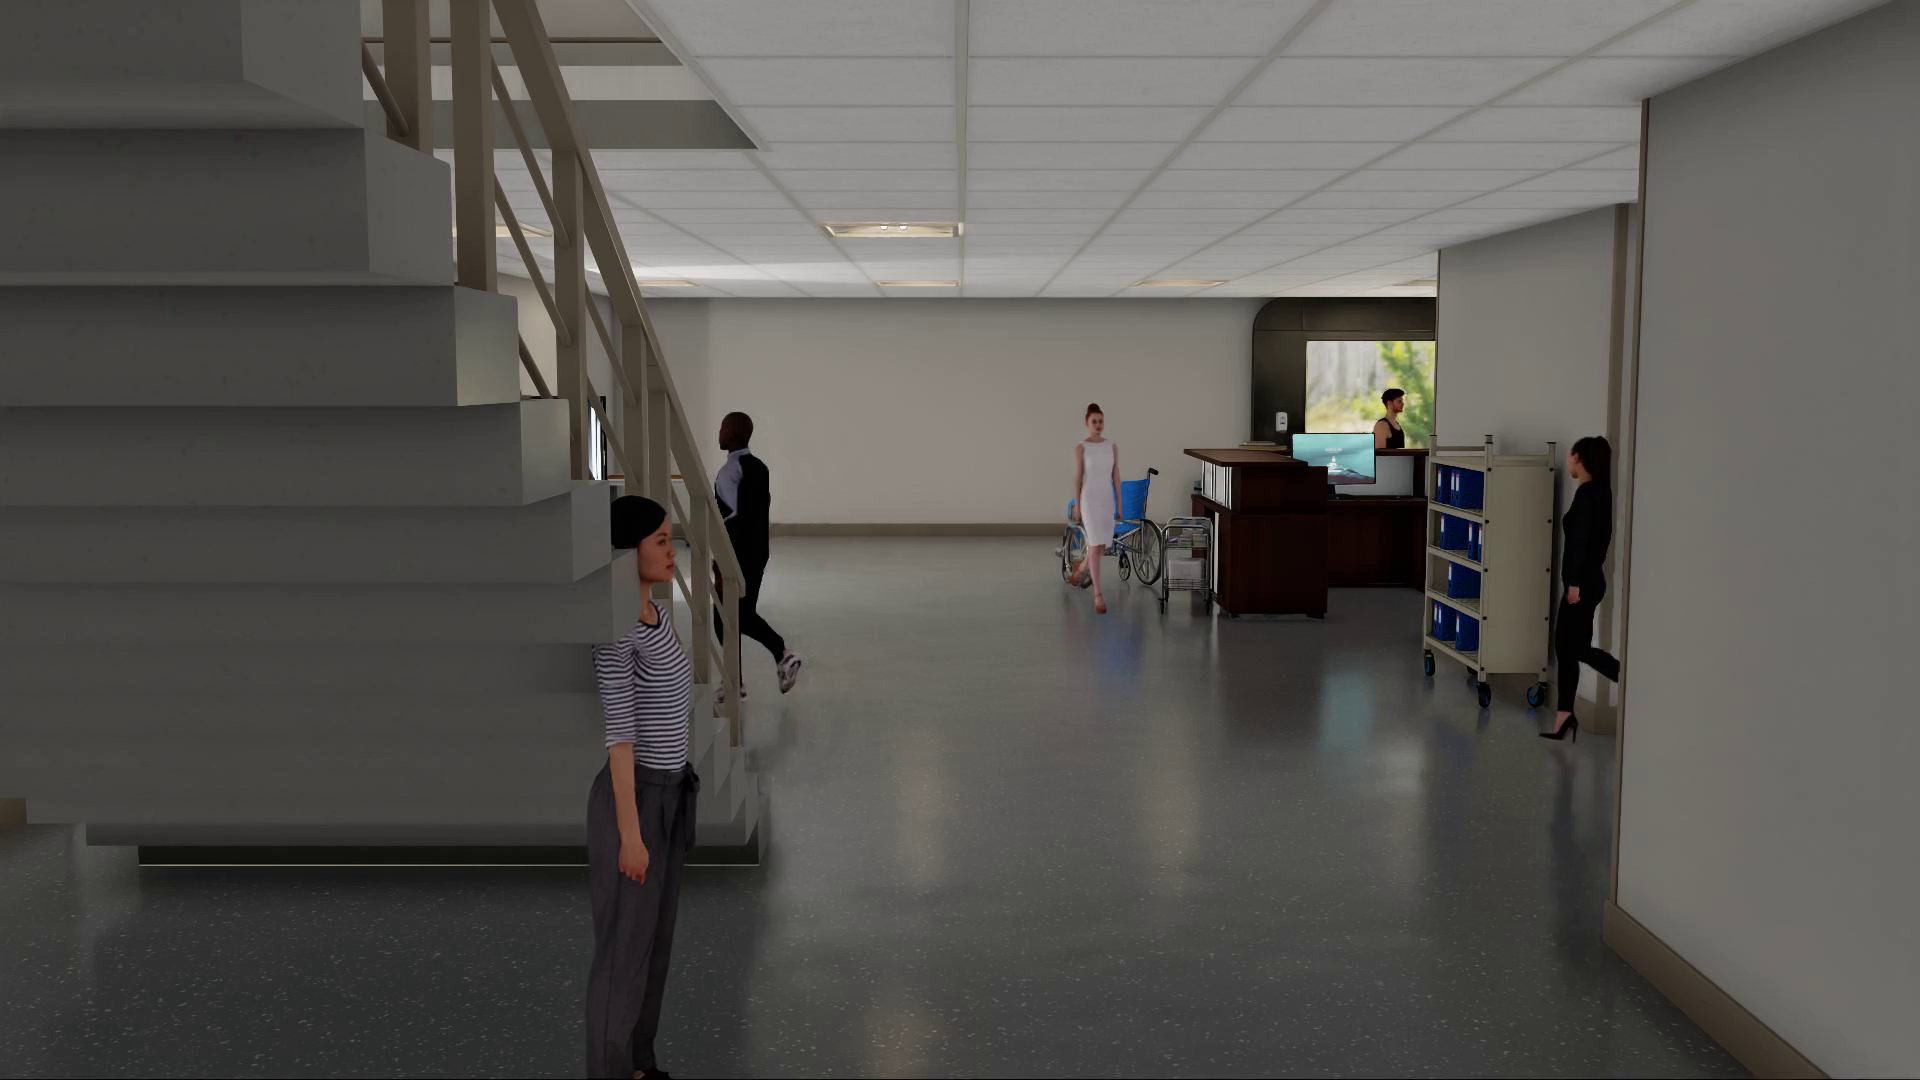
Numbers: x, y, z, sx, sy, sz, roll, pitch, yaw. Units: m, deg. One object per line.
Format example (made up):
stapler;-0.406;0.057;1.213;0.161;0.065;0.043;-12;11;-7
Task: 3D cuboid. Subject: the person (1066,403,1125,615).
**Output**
person;1.149;-0.262;14.261;0.826;1.772;1.070;-2;6;-22

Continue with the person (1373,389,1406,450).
person;4.519;-0.654;17.827;1.076;1.838;1.214;3;6;26

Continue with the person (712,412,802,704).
person;-1.281;0.120;10.274;0.931;1.809;0.929;3;6;25

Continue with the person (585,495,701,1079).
person;-0.887;0.739;4.502;0.671;1.733;0.476;1;6;5

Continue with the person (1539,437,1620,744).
person;3.510;0.294;9.139;0.897;1.691;0.932;3;6;26
